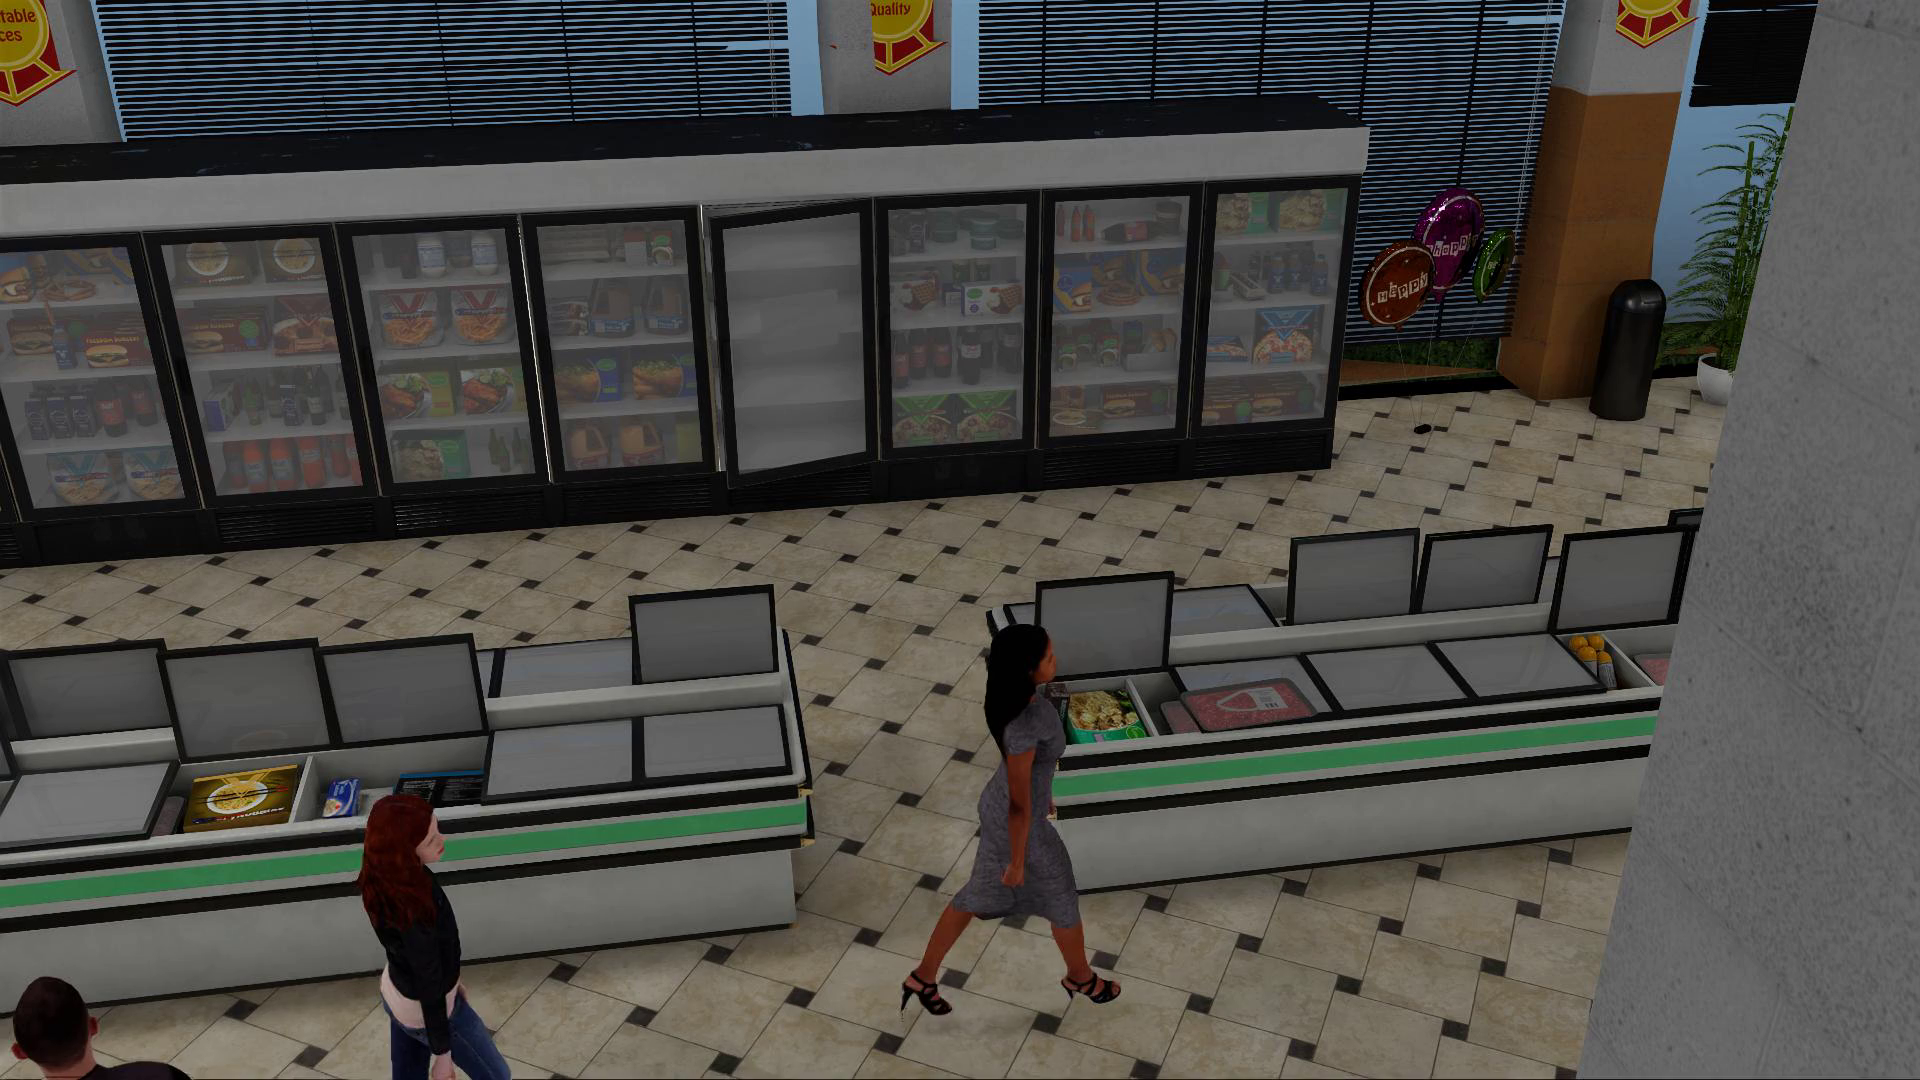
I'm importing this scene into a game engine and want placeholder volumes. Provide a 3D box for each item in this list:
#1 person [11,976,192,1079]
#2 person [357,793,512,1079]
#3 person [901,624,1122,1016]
[{"bbox_3d":[-2.207,1.921,4.440,0.622,1.838,0.804,-11,29,-21],"label":"person"},{"bbox_3d":[-1.771,1.554,5.262,1.241,1.750,0.881,-16,31,-29],"label":"person"},{"bbox_3d":[0.114,1.103,6.166,1.106,1.735,0.651,-6,28,-12],"label":"person"}]
